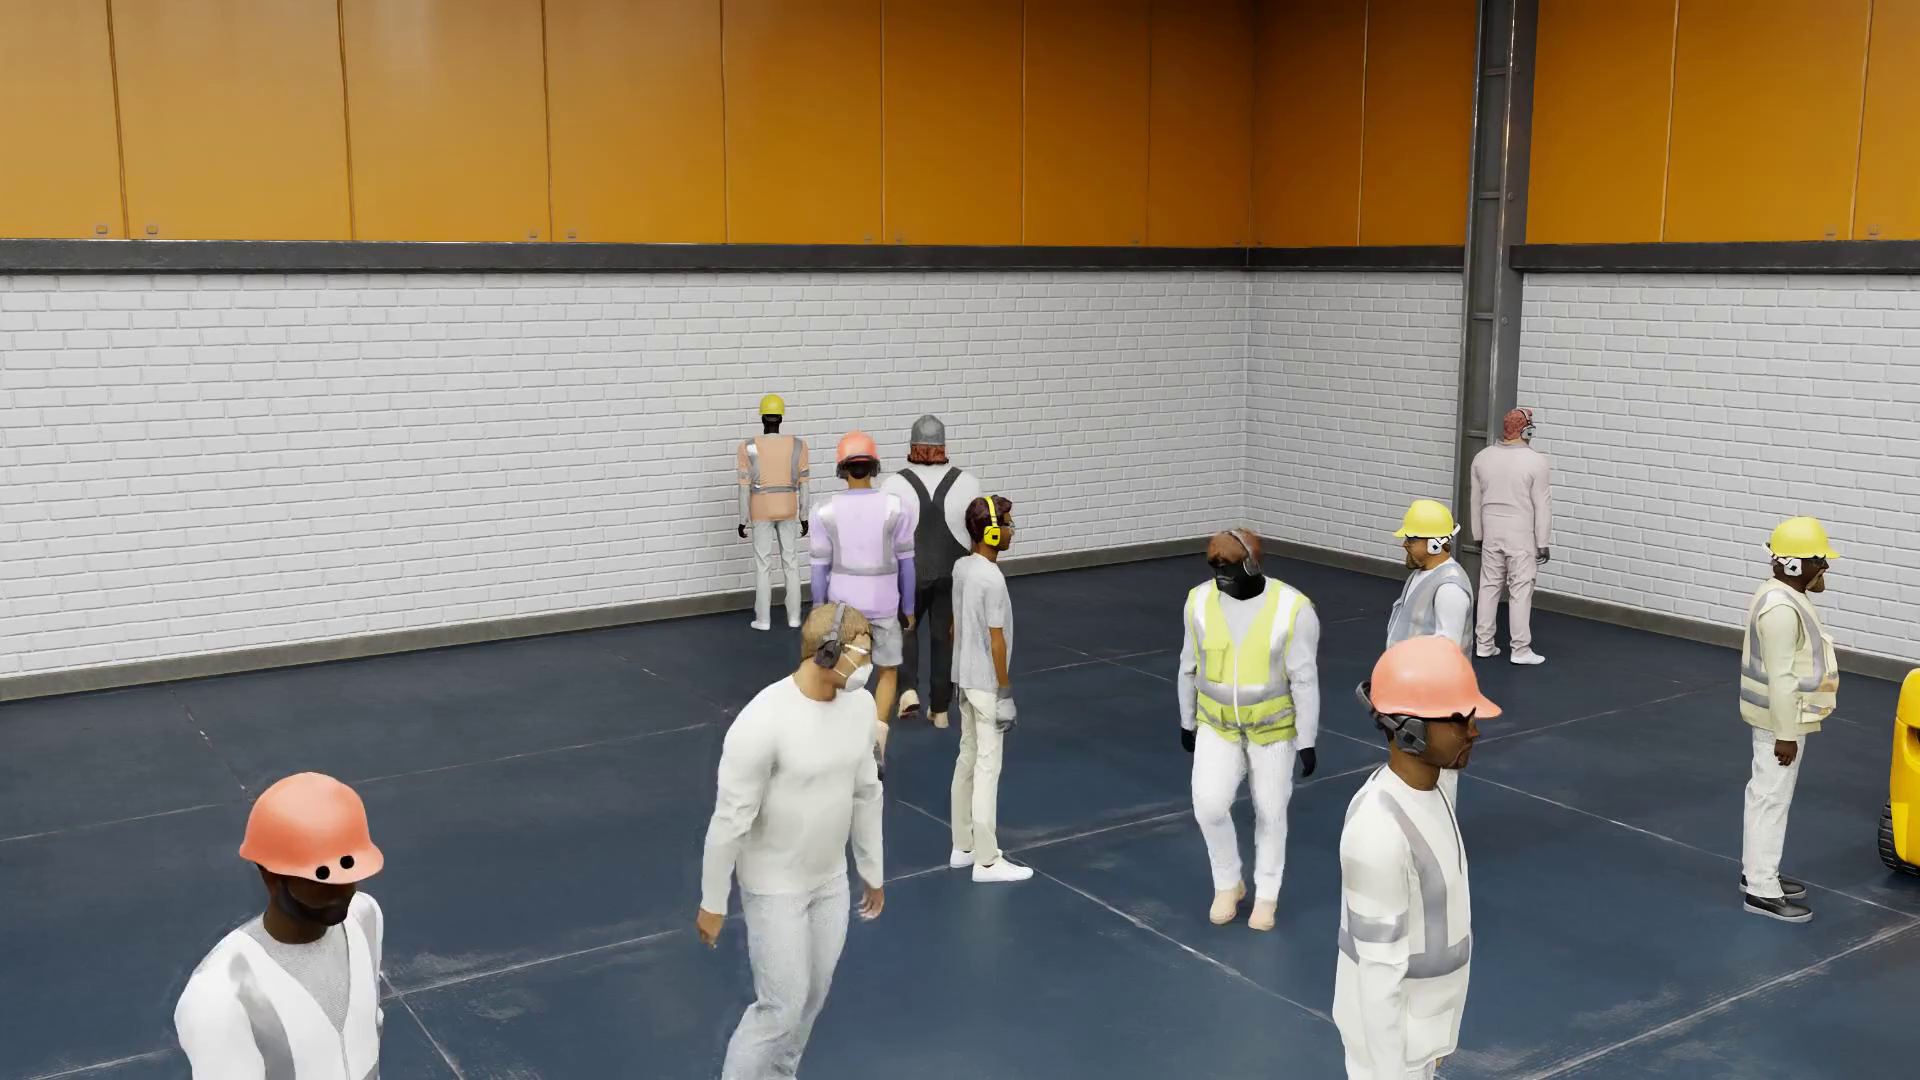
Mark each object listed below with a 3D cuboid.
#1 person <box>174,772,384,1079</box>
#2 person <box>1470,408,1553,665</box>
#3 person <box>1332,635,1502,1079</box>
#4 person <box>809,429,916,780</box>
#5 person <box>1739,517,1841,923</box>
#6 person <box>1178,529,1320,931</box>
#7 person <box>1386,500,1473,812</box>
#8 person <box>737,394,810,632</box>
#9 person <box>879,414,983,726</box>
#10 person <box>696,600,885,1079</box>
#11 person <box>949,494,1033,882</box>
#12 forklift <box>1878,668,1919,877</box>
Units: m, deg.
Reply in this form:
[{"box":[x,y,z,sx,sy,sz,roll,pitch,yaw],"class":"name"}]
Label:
[{"box":[-1.392,1.420,3.653,0.679,1.906,0.622,4,10,21],"class":"person"},{"box":[4.113,-0.026,12.368,0.409,1.907,0.651,-8,12,-39],"class":"person"},{"box":[1.153,1.248,4.274,0.366,2.047,0.607,4,10,23],"class":"person"},{"box":[-0.559,0.383,9.547,0.621,2.026,0.777,0,9,0],"class":"person"},{"box":[3.777,0.801,7.605,0.404,1.833,0.590,4,10,23],"class":"person"},{"box":[1.276,0.850,7.390,0.689,1.813,0.469,4,10,22],"class":"person"},{"box":[2.300,0.708,8.202,0.403,1.826,0.591,0,9,1],"class":"person"},{"box":[-1.512,-0.218,13.459,0.595,1.925,0.371,-3,10,-19],"class":"person"},{"box":[-0.189,0.187,10.678,0.689,2.000,0.538,-1,9,-6],"class":"person"},{"box":[-0.524,1.127,5.445,0.499,1.897,0.653,6,11,34],"class":"person"},{"box":[0.125,0.708,8.052,0.335,1.873,0.521,-4,10,-23],"class":"person"},{"box":[5.511,0.571,7.906,2.313,2.155,1.214,-6,11,-33],"class":"forklift"}]
